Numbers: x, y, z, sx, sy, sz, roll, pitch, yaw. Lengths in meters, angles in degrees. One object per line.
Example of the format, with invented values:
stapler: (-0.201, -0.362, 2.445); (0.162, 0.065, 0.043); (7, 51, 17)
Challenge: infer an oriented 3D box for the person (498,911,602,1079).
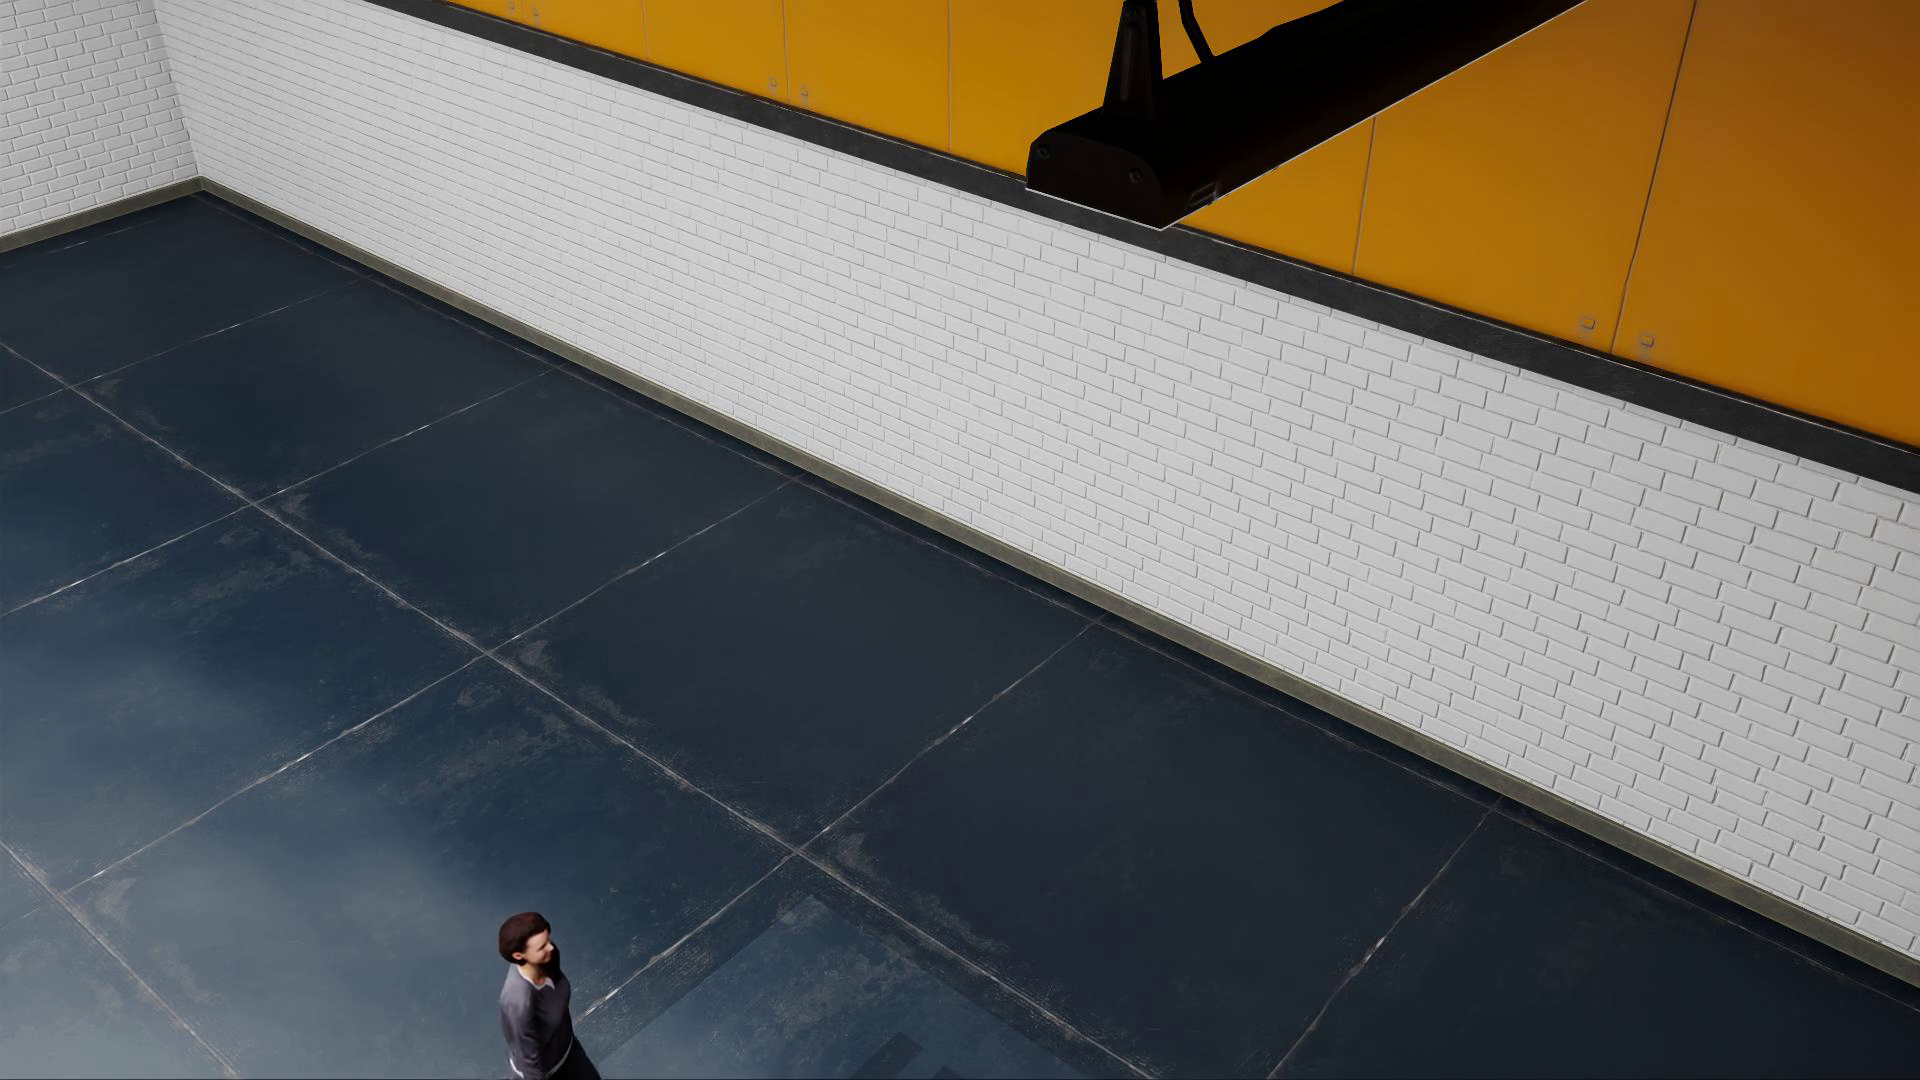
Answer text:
person: (-1.983, 2.356, 7.545); (1.111, 1.731, 1.127); (2, 34, 4)
